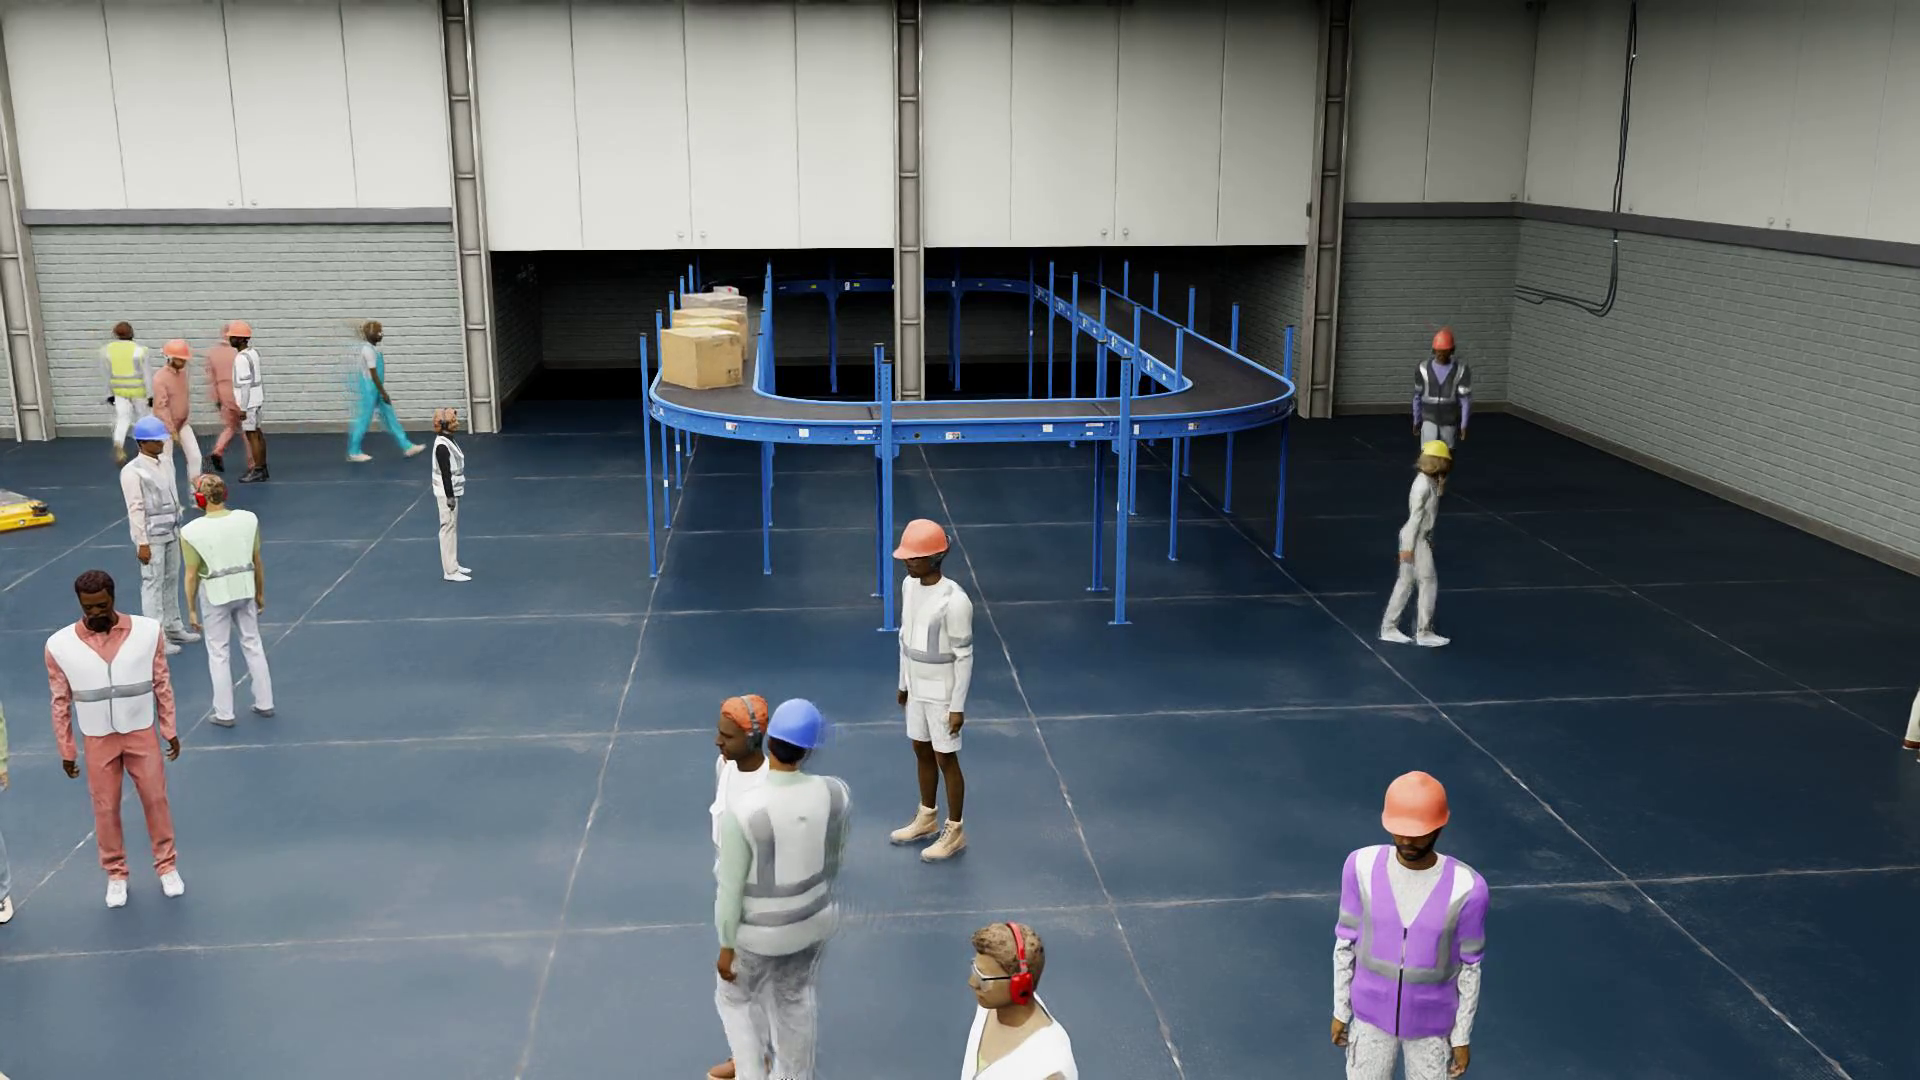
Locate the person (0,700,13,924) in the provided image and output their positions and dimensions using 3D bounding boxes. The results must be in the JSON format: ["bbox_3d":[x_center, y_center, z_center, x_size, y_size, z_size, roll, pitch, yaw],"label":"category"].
[{"bbox_3d":[-5.336,1.222,8.824,0.527,1.767,0.331,-4,15,-17],"label":"person"}]

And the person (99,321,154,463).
[{"bbox_3d":[-10.532,-1.857,21.069,0.643,1.817,0.737,-1,14,-4],"label":"person"}]

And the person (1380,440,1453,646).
[{"bbox_3d":[3.821,0.024,13.724,0.648,1.697,0.511,4,15,15],"label":"person"}]

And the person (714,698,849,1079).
[{"bbox_3d":[-0.769,1.600,7.005,0.632,1.912,0.439,-11,18,-38],"label":"person"}]

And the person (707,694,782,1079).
[{"bbox_3d":[-0.887,1.564,7.218,0.354,1.881,0.576,-11,17,-36],"label":"person"}]

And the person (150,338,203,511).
[{"bbox_3d":[-8.660,-1.249,18.342,0.543,1.962,0.615,3,14,12],"label":"person"}]

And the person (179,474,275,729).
[{"bbox_3d":[-5.209,0.435,11.841,0.383,1.835,0.573,12,18,39],"label":"person"}]

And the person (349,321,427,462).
[{"bbox_3d":[-7.402,-1.888,21.214,0.976,1.792,0.517,-2,14,-6],"label":"person"}]

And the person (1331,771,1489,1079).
[{"bbox_3d":[1.662,1.780,6.244,0.545,1.938,0.361,6,15,22],"label":"person"}]

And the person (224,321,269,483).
[{"bbox_3d":[-8.569,-1.659,19.992,0.345,1.942,0.551,-2,14,-9],"label":"person"}]

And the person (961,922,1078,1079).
[{"bbox_3d":[0.189,2.062,5.296,0.388,1.847,0.563,-5,15,-21],"label":"person"}]

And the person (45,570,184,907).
[{"bbox_3d":[-4.635,1.072,9.145,0.598,1.907,0.407,-8,16,-30],"label":"person"}]

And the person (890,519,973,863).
[{"bbox_3d":[-0.188,0.870,9.673,0.394,2.039,0.614,-10,17,-34],"label":"person"}]

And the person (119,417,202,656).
[{"bbox_3d":[-6.509,-0.040,13.528,0.396,1.946,0.634,1,14,4],"label":"person"}]

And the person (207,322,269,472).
[{"bbox_3d":[-8.904,-1.739,20.442,0.648,1.880,0.645,4,15,16],"label":"person"}]

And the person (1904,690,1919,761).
[{"bbox_3d":[6.668,0.713,11.160,0.318,1.621,0.514,3,14,11],"label":"person"}]

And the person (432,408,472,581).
[{"bbox_3d":[-4.815,-0.433,15.698,0.310,1.642,0.514,-3,14,-13],"label":"person"}]

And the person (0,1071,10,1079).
[{"bbox_3d":[-4.428,1.523,7.062,0.539,2.000,0.689,9,17,32],"label":"person"}]

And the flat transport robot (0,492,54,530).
[{"bbox_3d":[-10.525,-0.338,18.100,1.431,0.197,0.652,11,18,38],"label":"flat transport robot"}]

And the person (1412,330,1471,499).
[{"bbox_3d":[5.436,-1.386,18.802,0.624,1.999,1.032,5,15,19],"label":"person"}]
